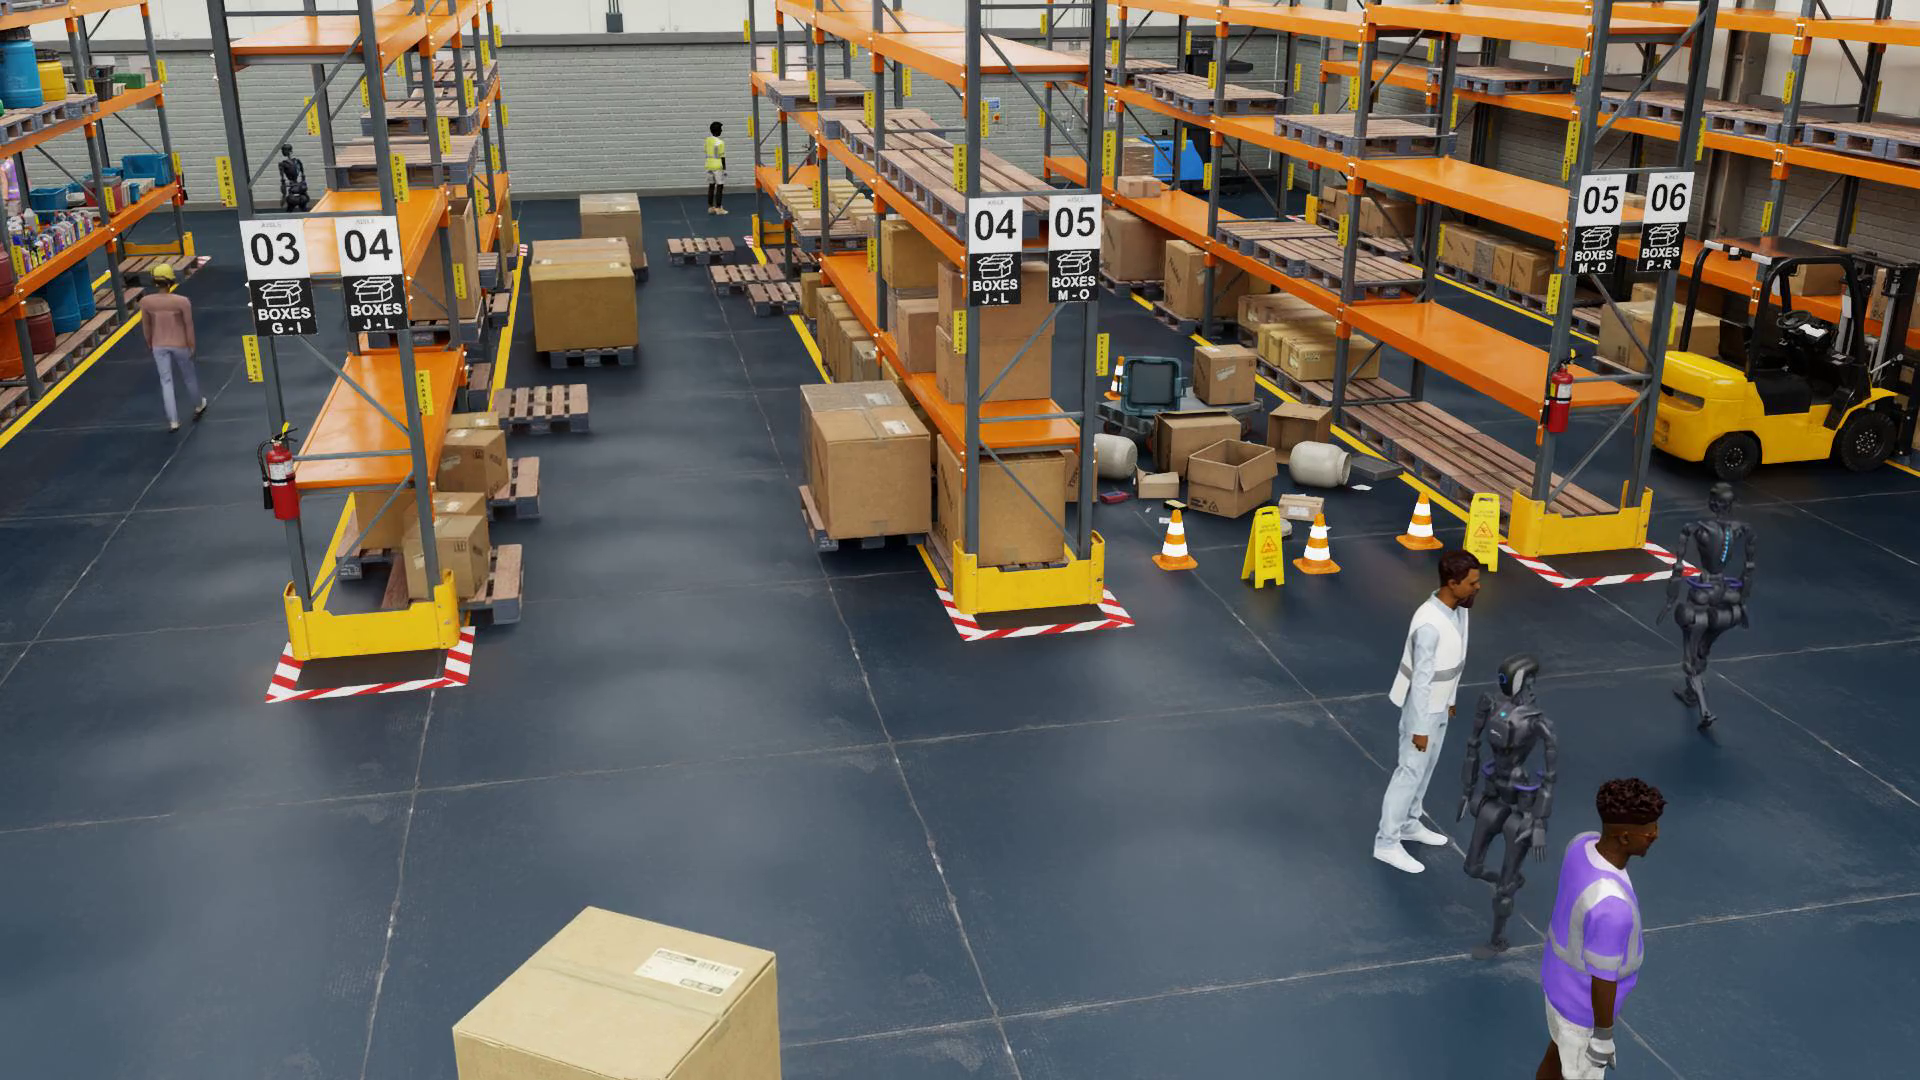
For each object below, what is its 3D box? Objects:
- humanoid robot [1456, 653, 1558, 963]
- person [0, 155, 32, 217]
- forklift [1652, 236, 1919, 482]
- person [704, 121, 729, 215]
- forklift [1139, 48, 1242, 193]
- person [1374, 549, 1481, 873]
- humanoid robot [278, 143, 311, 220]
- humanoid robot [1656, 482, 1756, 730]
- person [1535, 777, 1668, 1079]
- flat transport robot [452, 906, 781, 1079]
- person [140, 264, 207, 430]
[{"bbox_3d":[2.867,1.347,8.562,0.507,1.646,0.593,-12,24,-30],"label":"humanoid robot"},{"bbox_3d":[-15.366,-5.564,27.151,0.347,1.688,0.491,11,23,27],"label":"person"},{"bbox_3d":[8.013,-1.814,16.330,2.313,2.155,1.214,-4,21,-12],"label":"forklift"},{"bbox_3d":[-4.474,-6.819,30.528,0.537,1.686,0.321,18,27,39],"label":"person"},{"bbox_3d":[4.566,-8.313,32.860,1.873,2.768,1.129,-4,21,-12],"label":"forklift"},{"bbox_3d":[2.637,0.933,9.353,0.405,1.906,0.602,13,24,32],"label":"person"},{"bbox_3d":[-11.073,-5.772,27.712,0.377,1.646,0.615,7,22,19],"label":"humanoid robot"},{"bbox_3d":[5.015,0.439,11.064,0.610,1.643,0.718,-1,20,-3],"label":"humanoid robot"},{"bbox_3d":[2.577,1.847,6.816,0.370,1.958,0.596,3,21,7],"label":"person"},{"bbox_3d":[-1.266,2.788,6.695,1.431,0.231,0.659,-17,26,-39],"label":"flat transport robot"},{"bbox_3d":[-8.386,-2.079,17.713,0.537,1.720,0.894,-4,21,-12],"label":"person"}]
